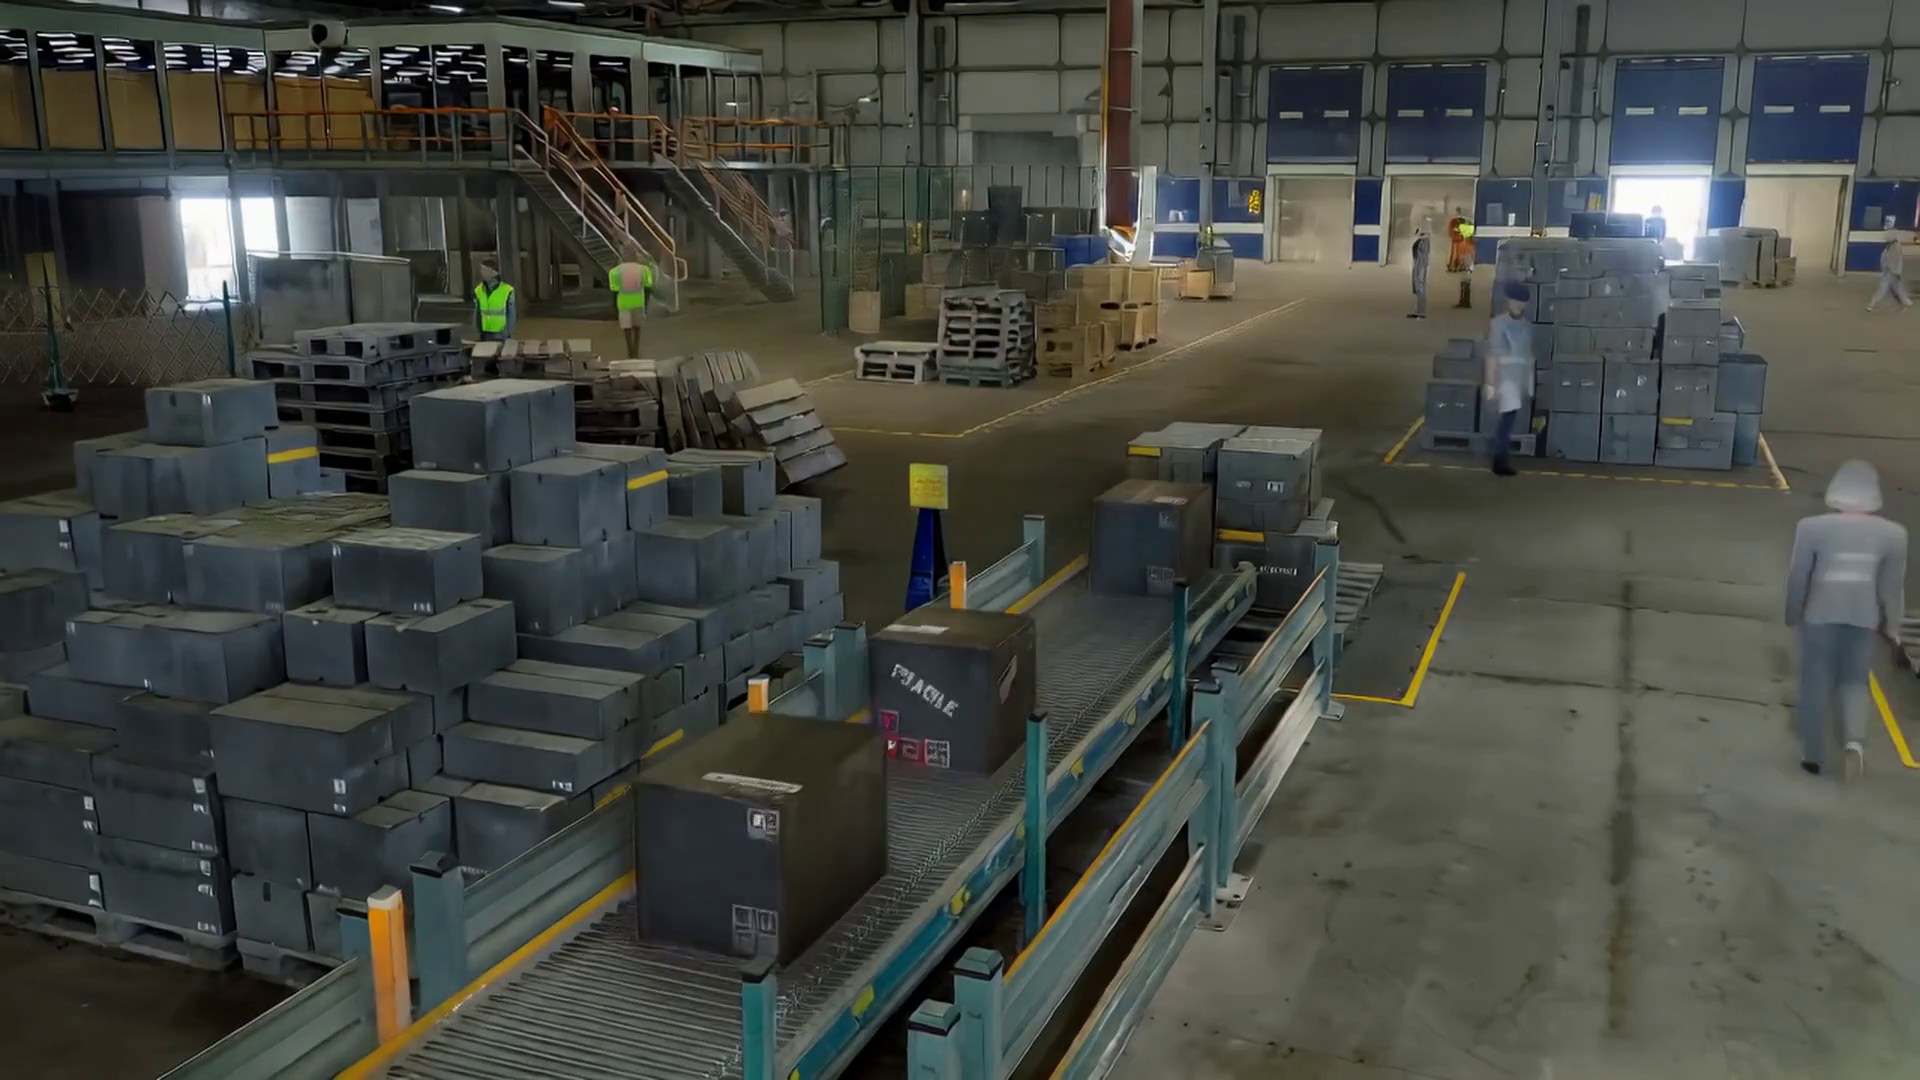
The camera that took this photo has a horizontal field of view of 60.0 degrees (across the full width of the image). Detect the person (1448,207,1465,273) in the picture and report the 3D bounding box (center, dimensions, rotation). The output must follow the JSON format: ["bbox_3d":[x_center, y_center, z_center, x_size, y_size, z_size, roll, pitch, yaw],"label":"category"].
[{"bbox_3d":[14.584,-8.786,48.772,0.381,1.919,0.584,-5,14,-22],"label":"person"}]

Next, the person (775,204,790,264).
[{"bbox_3d":[-5.689,-9.911,53.875,0.633,1.889,1.010,-5,14,-22],"label":"person"}]

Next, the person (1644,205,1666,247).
[{"bbox_3d":[19.851,-8.557,47.571,0.608,1.995,0.377,1,13,3],"label":"person"}]

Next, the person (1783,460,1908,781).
[{"bbox_3d":[4.329,0.420,8.160,0.509,1.618,0.420,4,13,19],"label":"person"}]

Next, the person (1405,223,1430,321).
[{"bbox_3d":[9.258,-5.395,33.517,0.373,1.940,0.629,0,13,1],"label":"person"}]

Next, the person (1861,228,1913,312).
[{"bbox_3d":[19.835,-5.726,35.347,0.960,1.796,0.634,7,14,27],"label":"person"}]

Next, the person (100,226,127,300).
[{"bbox_3d":[-19.173,-6.283,37.678,0.669,1.859,1.008,1,13,6],"label":"person"}]

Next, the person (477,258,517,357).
[{"bbox_3d":[-5.866,-2.615,21.093,0.593,1.919,0.391,6,14,25],"label":"person"}]

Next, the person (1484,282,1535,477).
[{"bbox_3d":[5.480,-1.569,16.392,0.560,1.919,0.576,-8,15,-30],"label":"person"}]

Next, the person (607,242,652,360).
[{"bbox_3d":[-5.078,-3.580,25.400,0.635,1.919,0.960,-5,14,-23],"label":"person"}]

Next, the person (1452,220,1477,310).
[{"bbox_3d":[10.984,-5.978,36.132,0.359,1.938,0.545,-3,13,-11],"label":"person"}]

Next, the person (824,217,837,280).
[{"bbox_3d":[-3.560,-8.002,45.699,0.347,1.746,0.516,-6,14,-24],"label":"person"}]

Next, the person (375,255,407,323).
[{"bbox_3d":[-8.608,-3.468,25.345,0.848,1.726,0.550,10,16,39],"label":"person"}]
